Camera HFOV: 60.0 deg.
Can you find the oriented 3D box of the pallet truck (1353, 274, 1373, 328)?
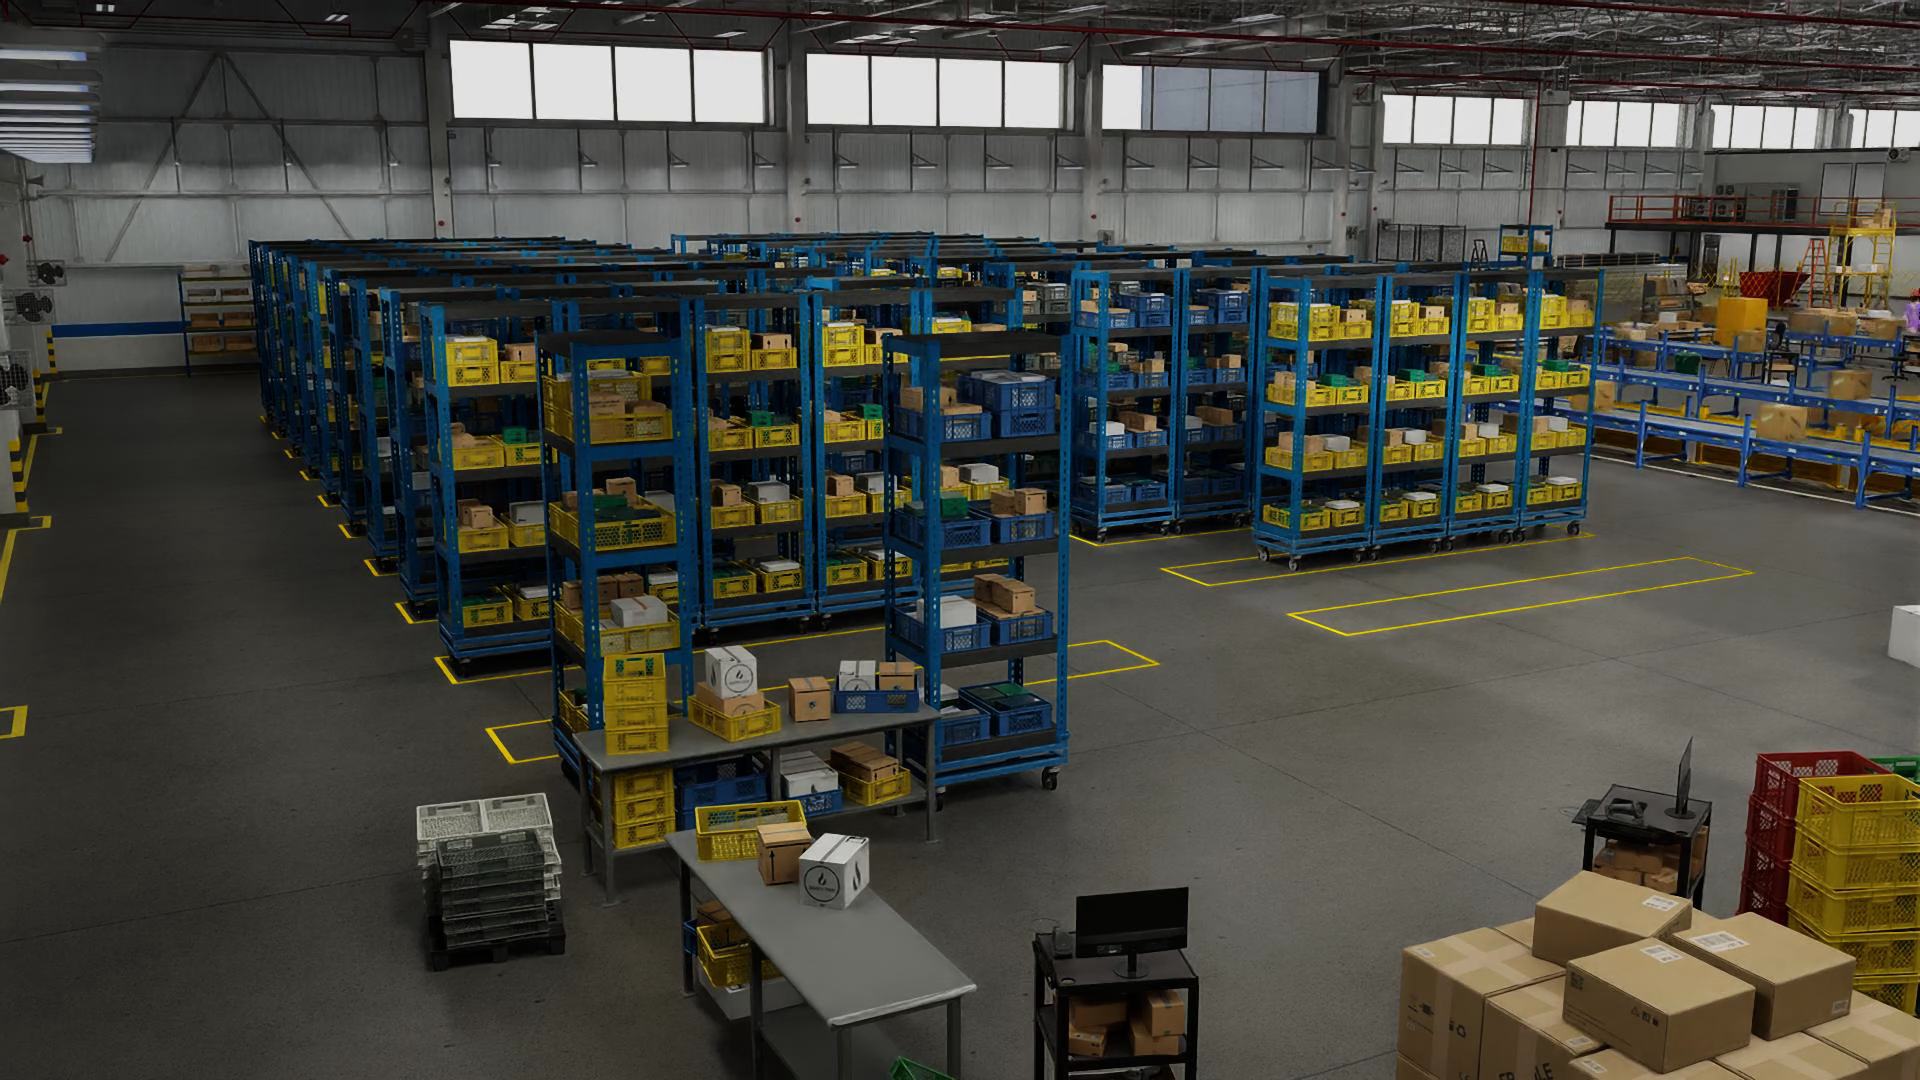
[{"bbox_3d":[13.011,-8.050,55.243,0.823,1.965,1.885,-7,14,-28],"label":"pallet truck"}]

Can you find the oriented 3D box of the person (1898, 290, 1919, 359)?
[{"bbox_3d":[25.779,-5.799,44.977,0.560,1.897,0.986,-4,13,-20],"label":"person"}]

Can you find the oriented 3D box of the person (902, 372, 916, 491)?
[{"bbox_3d":[-0.858,-1.760,25.770,0.460,2.020,0.650,4,13,20],"label":"person"}]

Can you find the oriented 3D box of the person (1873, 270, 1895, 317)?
[{"bbox_3d":[32.880,-8.746,59.183,0.481,1.708,0.878,-6,13,-26],"label":"person"}]
